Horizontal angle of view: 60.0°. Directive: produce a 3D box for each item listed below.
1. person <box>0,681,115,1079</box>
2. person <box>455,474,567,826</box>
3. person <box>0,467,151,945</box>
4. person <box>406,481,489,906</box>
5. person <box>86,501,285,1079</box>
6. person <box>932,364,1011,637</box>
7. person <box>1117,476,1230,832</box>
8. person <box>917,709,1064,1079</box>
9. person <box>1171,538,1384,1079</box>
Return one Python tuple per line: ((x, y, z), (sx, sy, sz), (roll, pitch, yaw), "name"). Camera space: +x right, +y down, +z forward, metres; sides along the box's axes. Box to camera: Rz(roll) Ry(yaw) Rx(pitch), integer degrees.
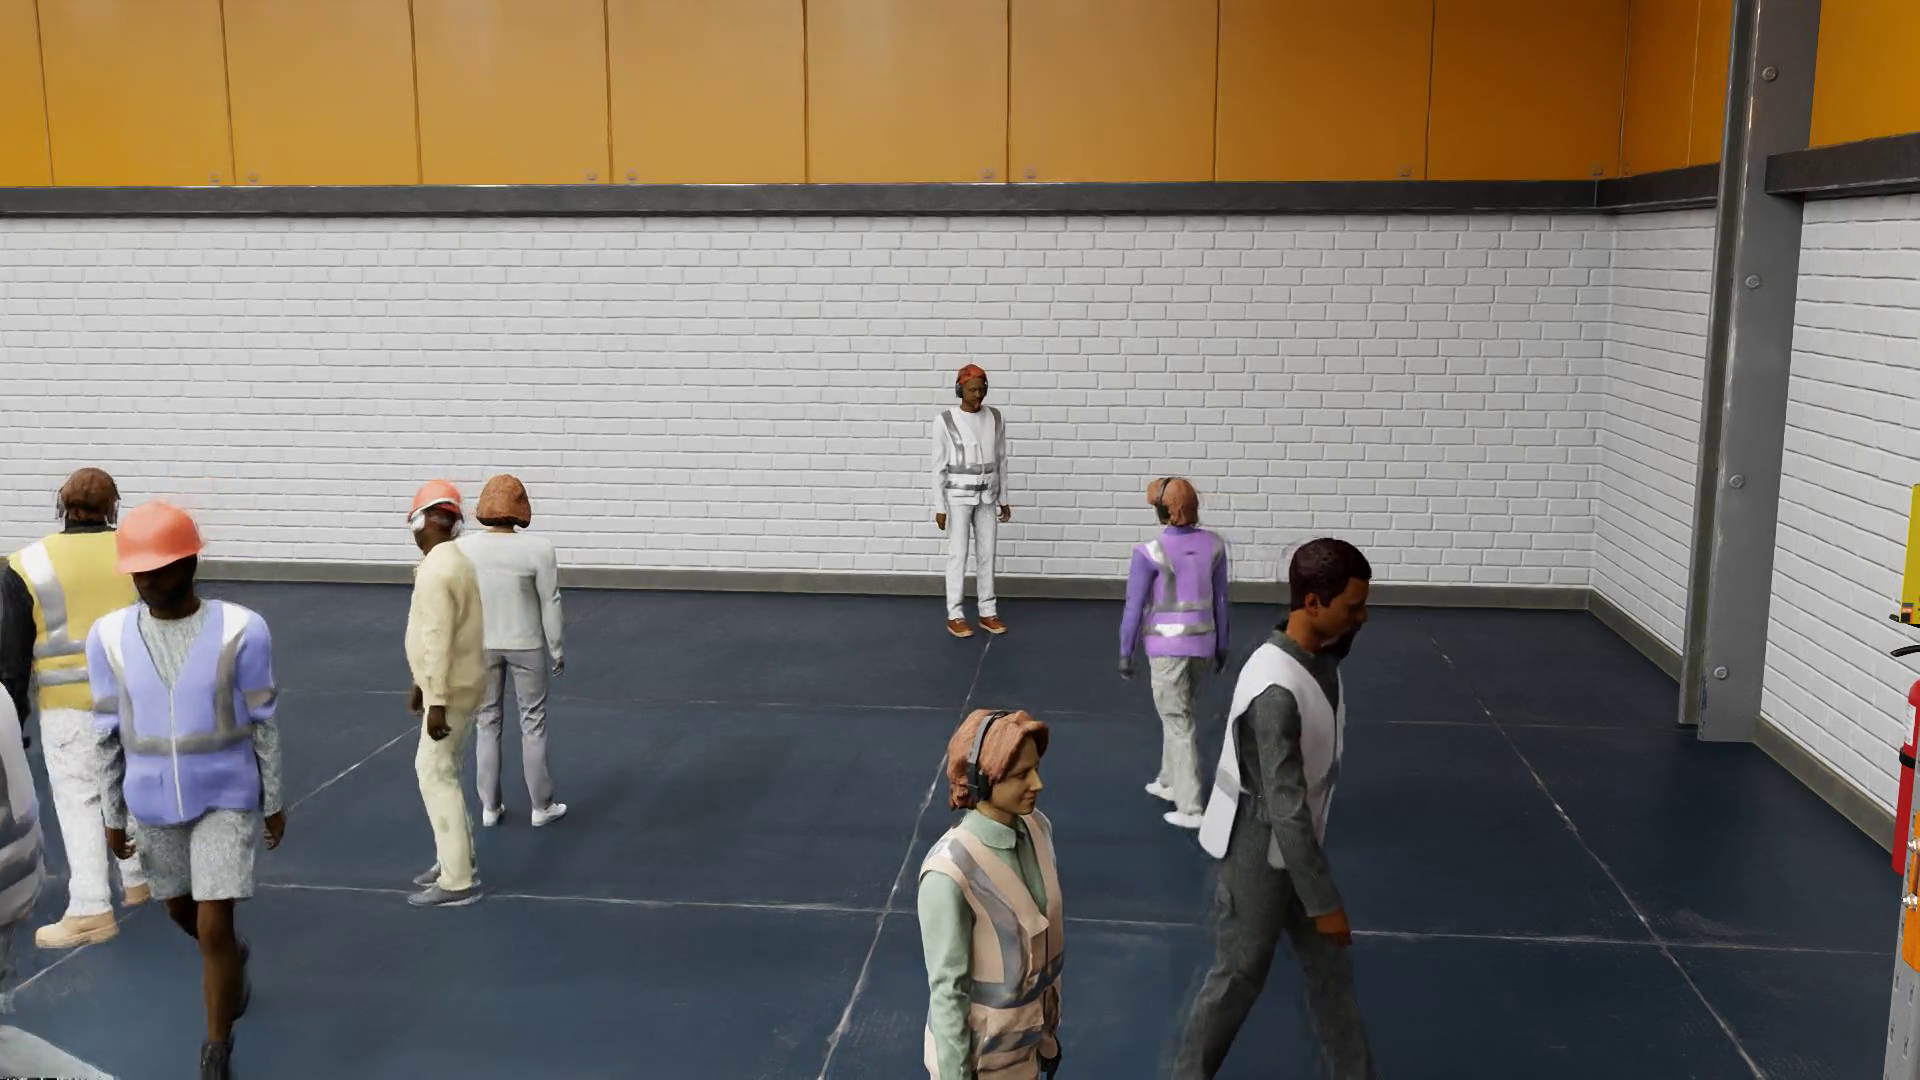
((-2.646, 0.969, 4.582), (0.685, 1.799, 0.625), (-4, 11, -20), "person")
((-2.072, 0.510, 7.657), (0.507, 1.631, 0.271), (0, 10, 3), "person")
((-3.375, 0.631, 6.530), (0.660, 1.808, 0.606), (-8, 13, -38), "person")
((-2.131, 0.615, 6.884), (0.348, 1.699, 0.592), (-2, 10, -10), "person")
((-2.446, 0.787, 5.335), (0.544, 1.905, 0.935), (-2, 10, -10), "person")
((0.077, -0.268, 11.424), (0.585, 1.878, 0.370), (-6, 12, -31), "person")
((0.953, 0.504, 7.716), (0.537, 1.609, 0.705), (-6, 12, -30), "person")
((0.074, 1.182, 3.792), (0.307, 1.641, 0.514), (5, 11, 26), "person")
((0.975, 0.910, 4.719), (0.877, 1.867, 0.622), (5, 11, 28), "person")
